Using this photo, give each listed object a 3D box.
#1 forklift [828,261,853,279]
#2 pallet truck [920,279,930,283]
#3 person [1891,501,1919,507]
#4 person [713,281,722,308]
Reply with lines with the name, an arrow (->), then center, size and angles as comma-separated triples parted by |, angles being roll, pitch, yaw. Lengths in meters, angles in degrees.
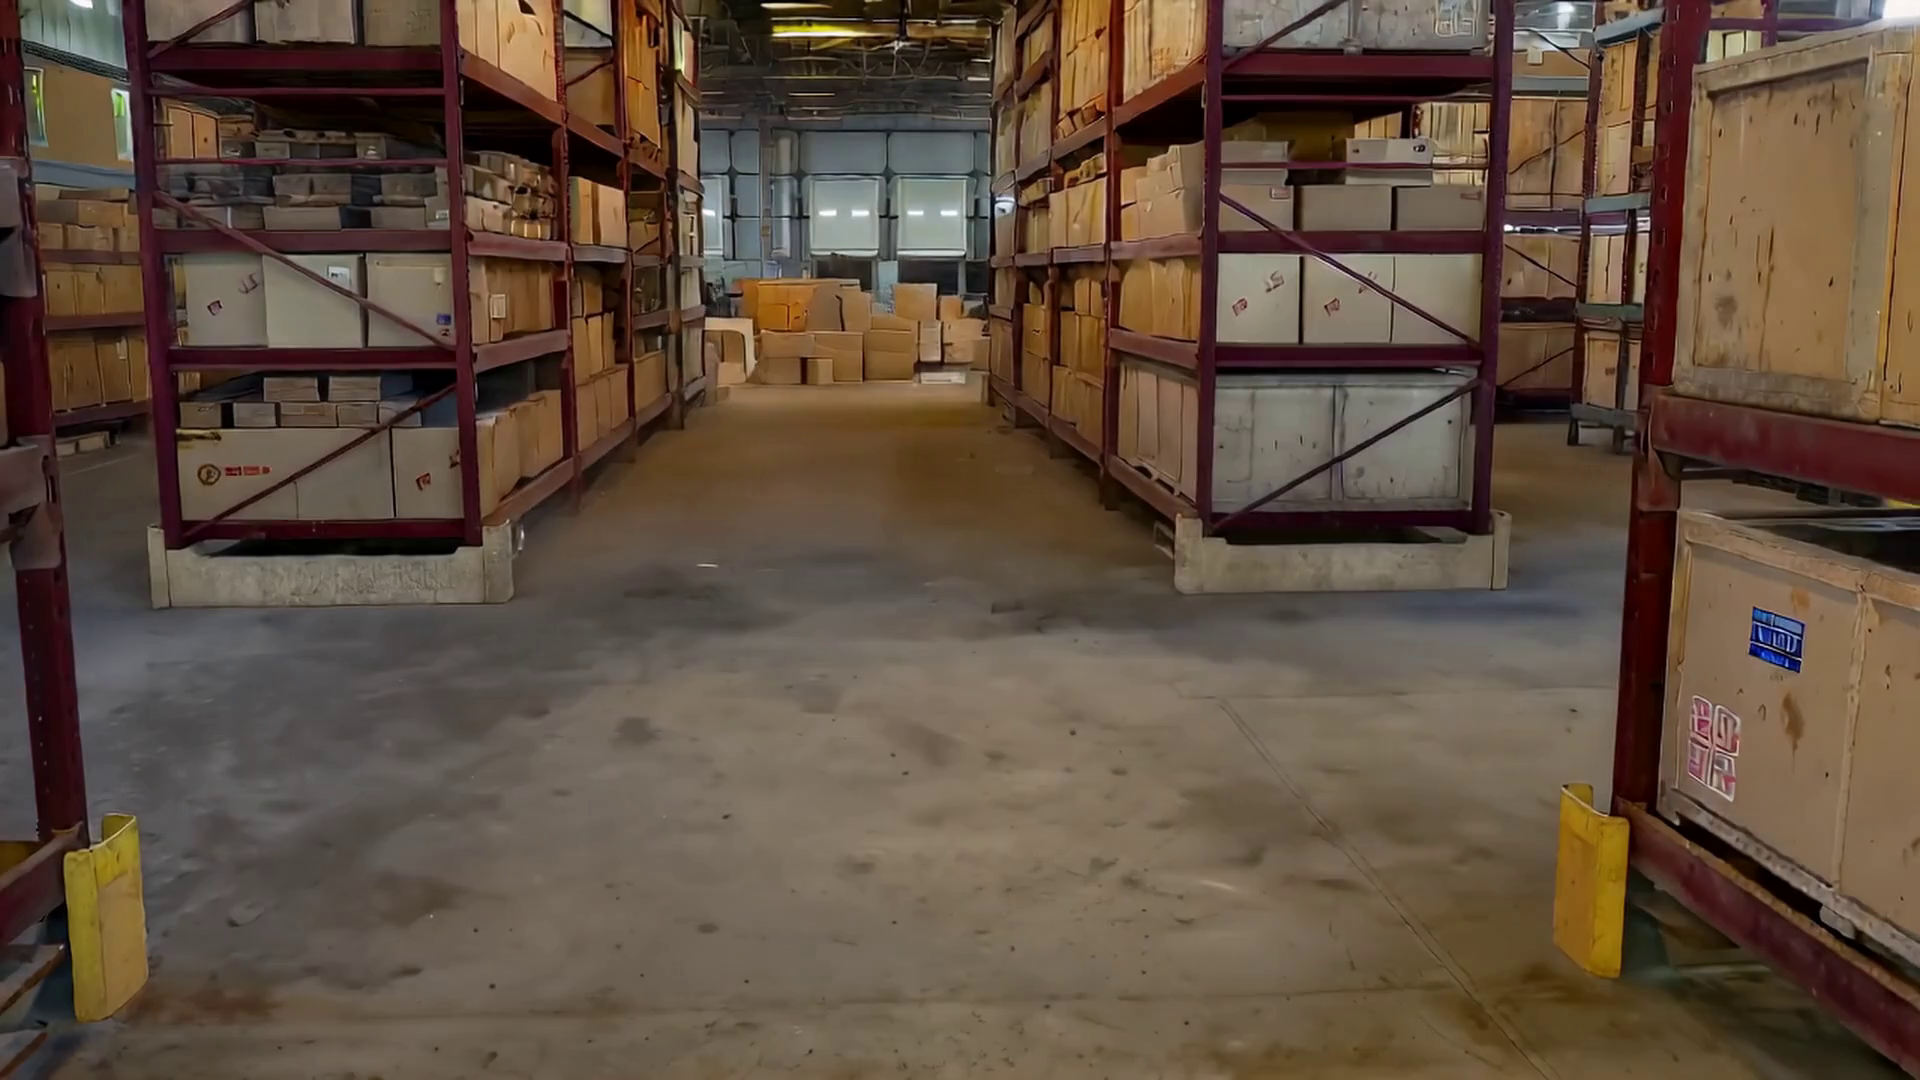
forklift -> -4.124, -8.499, 57.697 | 1.129, 2.768, 1.873 | 0, 9, 0
pallet truck -> -0.932, -8.922, 63.114 | 1.885, 1.965, 0.823 | 2, 9, 13
person -> 3.617, 0.273, 5.929 | 0.776, 1.813, 0.595 | -1, 9, -7
person -> -9.624, -9.306, 65.904 | 0.966, 1.886, 0.598 | 1, 9, 3
